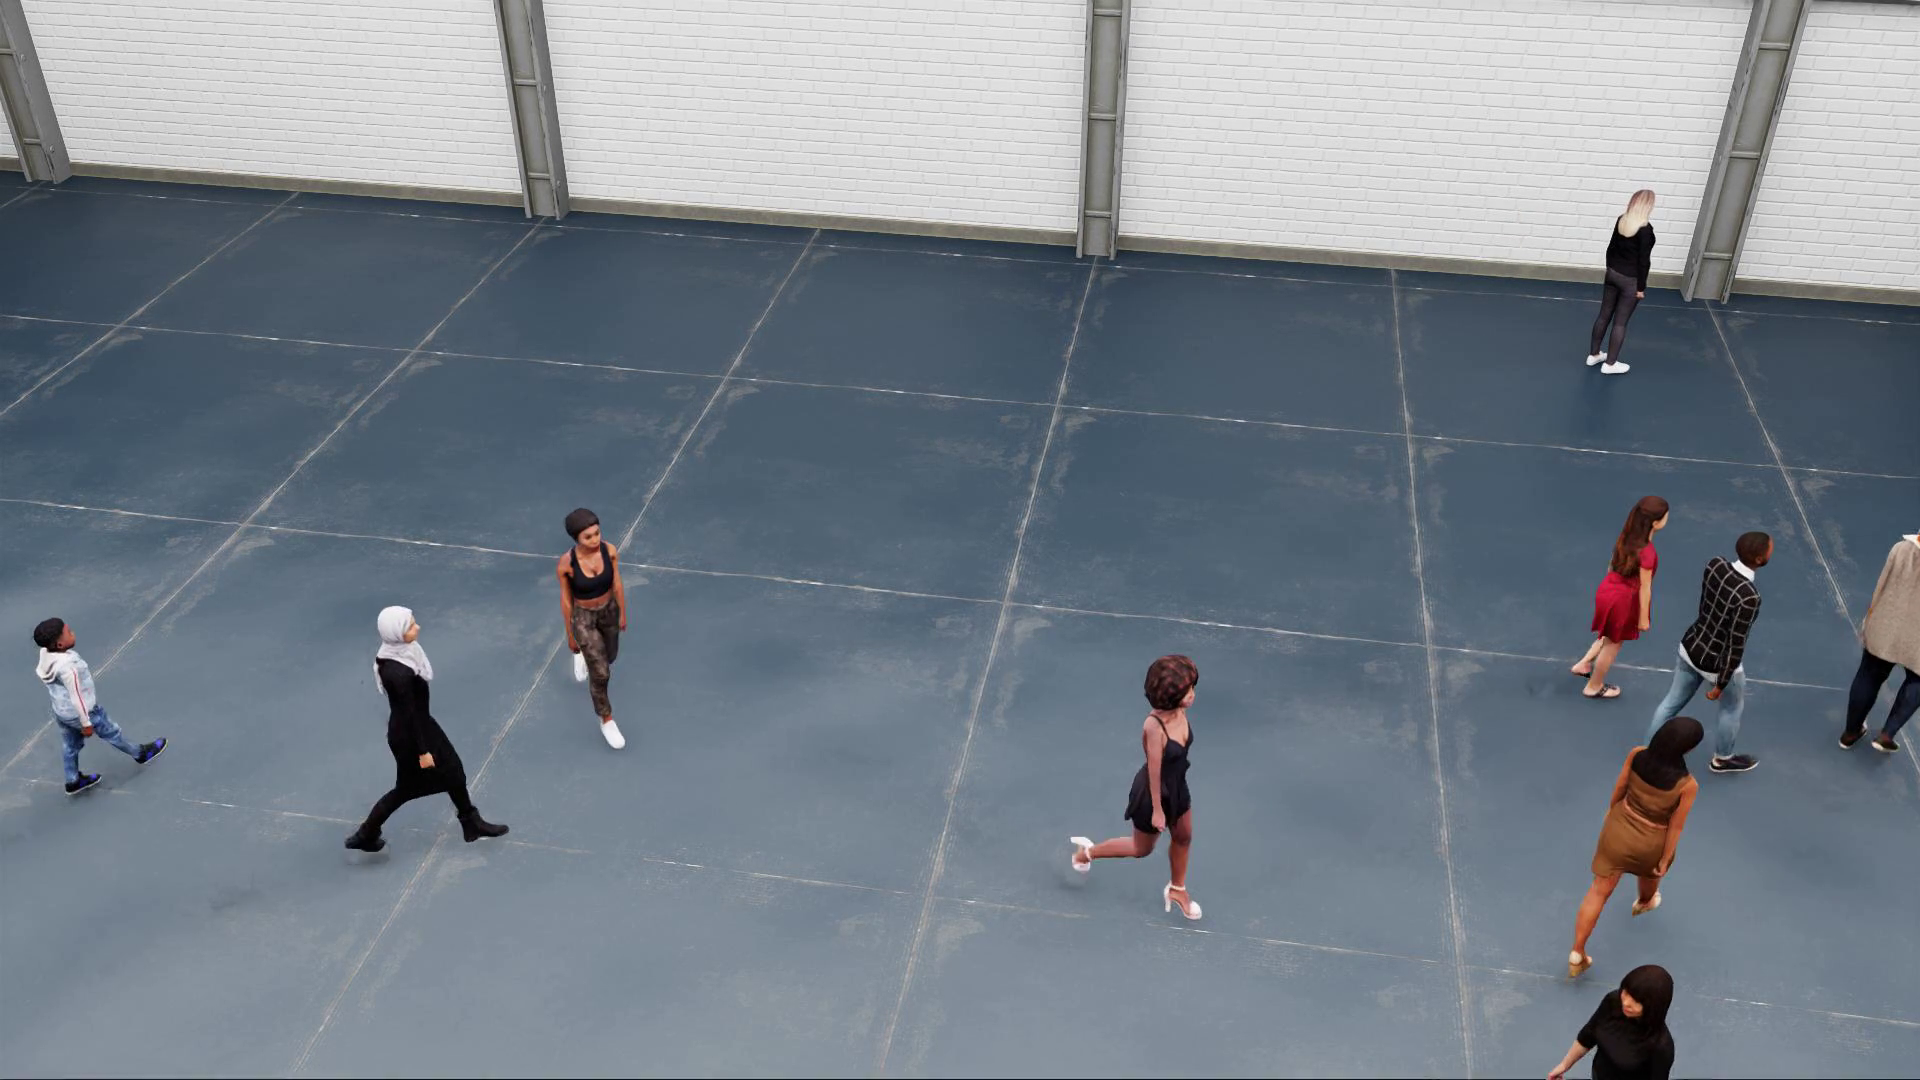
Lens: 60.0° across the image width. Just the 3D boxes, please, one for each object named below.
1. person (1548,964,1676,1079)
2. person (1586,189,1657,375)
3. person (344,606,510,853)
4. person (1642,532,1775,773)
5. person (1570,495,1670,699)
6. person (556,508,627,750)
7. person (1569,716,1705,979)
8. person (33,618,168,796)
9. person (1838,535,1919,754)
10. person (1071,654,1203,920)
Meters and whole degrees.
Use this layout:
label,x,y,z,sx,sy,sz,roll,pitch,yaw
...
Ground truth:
label,x,y,z,sx,sy,sz,roll,pitch,yaw
person,3.070,2.484,7.578,1.087,1.607,0.877,-10,35,-14
person,5.855,-2.289,14.689,0.708,1.685,0.694,-13,36,-19
person,-3.207,1.145,9.474,1.238,1.738,0.941,-8,34,-12
person,4.446,0.731,10.053,1.122,1.787,0.935,-9,35,-13
person,4.231,0.383,10.794,0.706,1.546,0.618,-1,34,-1
person,-2.357,0.477,10.538,1.000,1.673,1.060,-21,39,-28
person,3.532,1.658,8.812,1.101,1.618,1.107,-26,42,-34
person,-5.424,1.035,10.098,0.854,1.231,0.815,25,41,32
person,5.784,0.572,10.209,0.801,1.880,0.891,28,43,35
person,1.013,1.375,9.112,1.097,1.756,0.826,19,38,27
